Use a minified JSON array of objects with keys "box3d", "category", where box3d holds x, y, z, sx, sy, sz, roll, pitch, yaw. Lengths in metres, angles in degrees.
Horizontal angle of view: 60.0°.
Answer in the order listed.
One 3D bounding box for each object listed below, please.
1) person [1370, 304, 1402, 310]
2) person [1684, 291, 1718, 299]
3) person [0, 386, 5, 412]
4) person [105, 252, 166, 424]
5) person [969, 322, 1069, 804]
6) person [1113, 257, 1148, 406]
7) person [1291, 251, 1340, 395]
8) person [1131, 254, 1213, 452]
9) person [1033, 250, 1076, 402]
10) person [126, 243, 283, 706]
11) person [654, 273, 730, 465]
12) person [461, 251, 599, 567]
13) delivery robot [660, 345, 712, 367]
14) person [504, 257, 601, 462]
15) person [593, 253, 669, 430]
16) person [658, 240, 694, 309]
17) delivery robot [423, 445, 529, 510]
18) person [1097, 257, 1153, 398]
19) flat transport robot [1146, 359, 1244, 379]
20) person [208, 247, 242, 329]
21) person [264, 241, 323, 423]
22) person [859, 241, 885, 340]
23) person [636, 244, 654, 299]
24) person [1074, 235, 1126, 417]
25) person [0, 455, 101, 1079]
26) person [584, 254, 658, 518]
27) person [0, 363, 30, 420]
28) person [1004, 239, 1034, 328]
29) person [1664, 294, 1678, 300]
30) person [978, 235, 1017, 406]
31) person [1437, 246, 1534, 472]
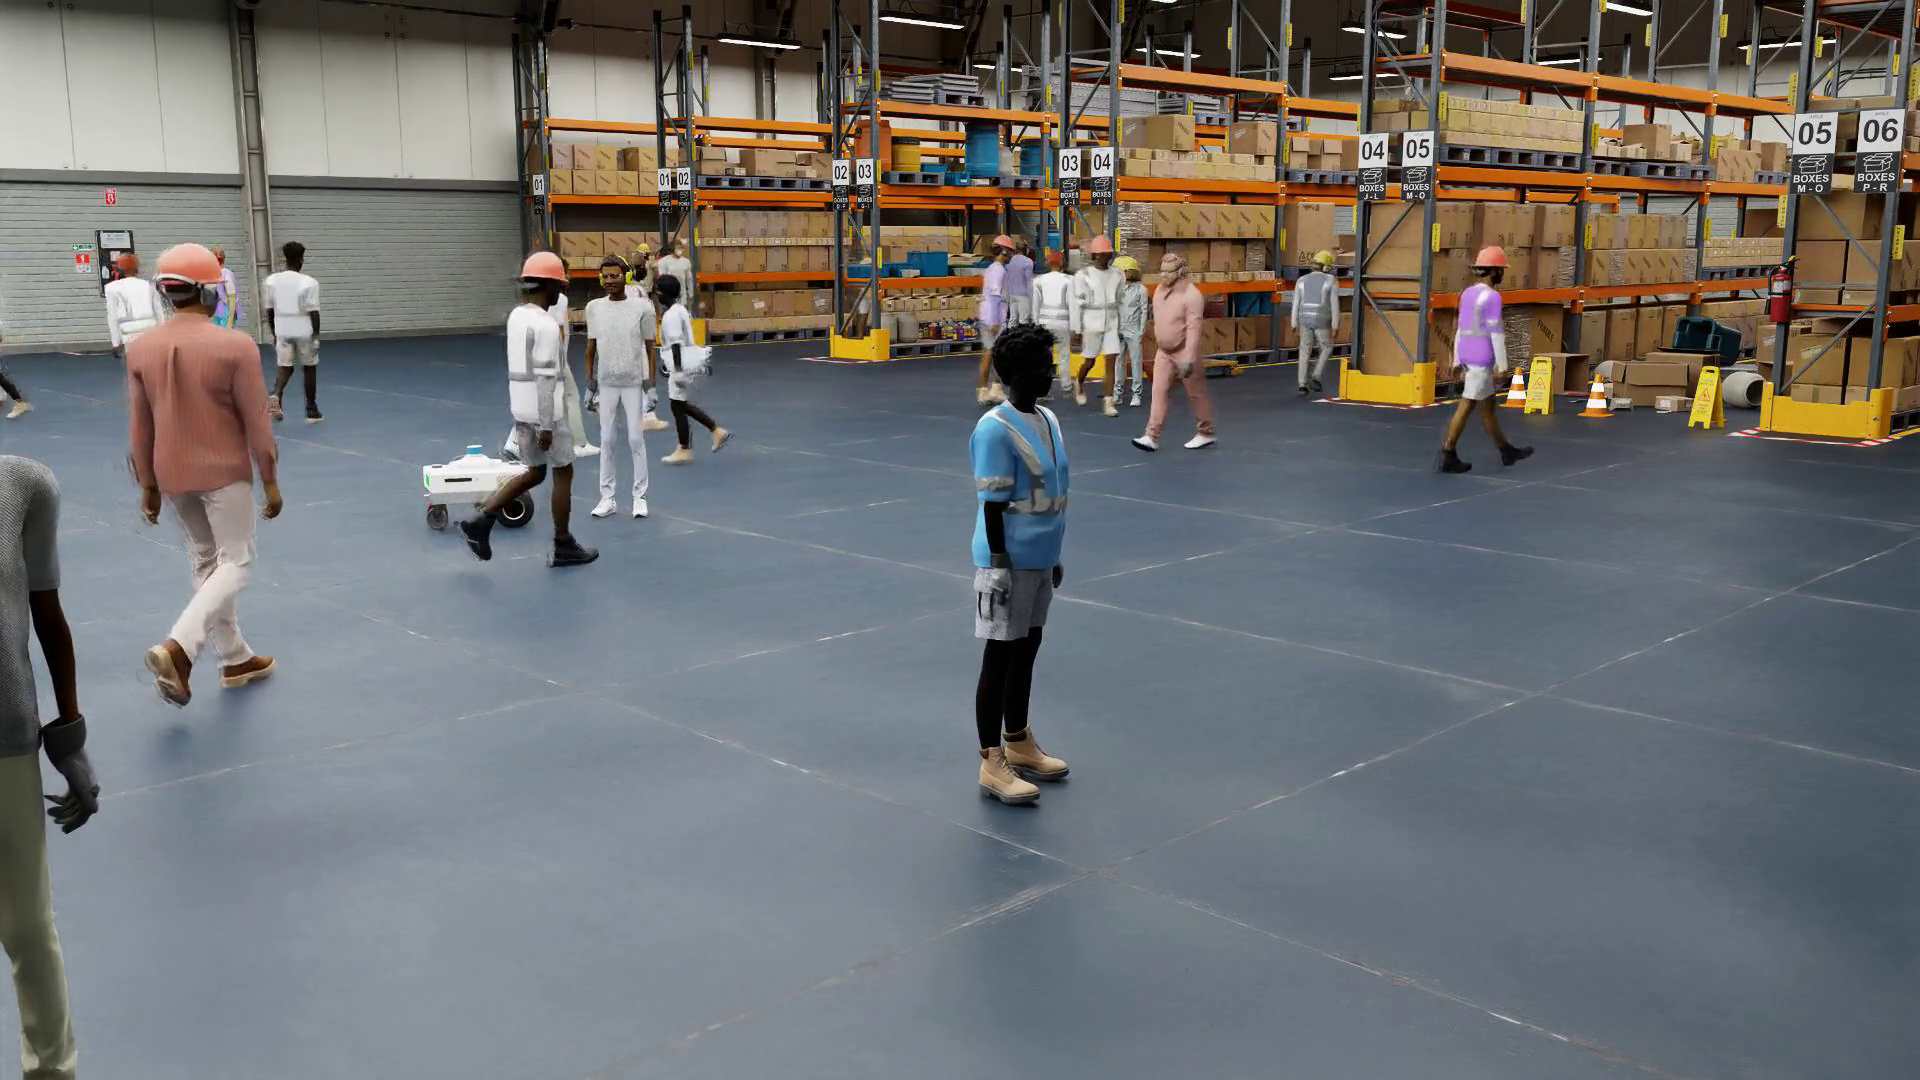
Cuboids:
[{"box3d":[6.402,-3.340,24.868,0.515,1.600,0.581,9,14,41],"category":"person"},{"box3d":[15.578,-5.353,35.009,0.660,1.909,0.397,8,13,38],"category":"person"},{"box3d":[-11.116,-2.363,18.661,0.666,1.906,0.713,8,13,39],"category":"person"},{"box3d":[-8.563,-2.110,17.514,0.824,1.836,0.556,6,12,28],"category":"person"},{"box3d":[0.221,0.071,5.981,0.319,1.696,0.532,5,11,25],"category":"person"},{"box3d":[1.980,-2.466,19.685,0.486,1.744,0.294,6,12,30],"category":"person"},{"box3d":[4.478,-2.724,20.936,0.701,1.796,0.488,8,13,36],"category":"person"},{"box3d":[2.018,-1.725,15.442,1.067,1.823,0.650,-9,14,-39],"category":"person"},{"box3d":[1.154,-2.609,20.247,0.588,1.829,1.030,4,11,19],"category":"person"},{"box3d":[-3.269,-0.278,7.140,0.624,1.974,0.833,2,11,13],"category":"person"},{"box3d":[-2.385,-1.505,14.642,0.571,1.671,0.558,-1,10,-4],"category":"person"},{"box3d":[-2.598,-0.772,10.015,0.719,1.910,0.547,-9,14,-40],"category":"person"},{"box3d":[-3.929,-2.663,23.864,0.707,0.478,0.477,0,10,2],"category":"delivery robot"},{"box3d":[-3.705,-1.619,14.907,0.528,1.817,0.997,9,13,39],"category":"person"},{"box3d":[-3.426,-2.054,17.231,0.694,1.823,0.631,-2,11,-12],"category":"person"},{"box3d":[-4.956,-4.305,29.229,0.651,1.918,0.451,-9,14,-42],"category":"person"},{"box3d":[-3.383,-0.418,11.622,0.707,0.478,0.477,-3,11,-17],"category":"delivery robot"},{"box3d":[2.107,-2.639,20.635,0.779,1.737,0.527,-5,11,-25],"category":"person"},{"box3d":[3.361,-2.450,23.731,1.431,0.197,0.652,-10,14,-43],"category":"flat transport robot"},{"box3d":[-9.546,-2.869,21.605,0.373,1.843,0.572,-10,14,-43],"category":"person"},{"box3d":[-7.091,-2.203,17.697,0.616,1.950,0.735,1,10,3],"category":"person"},{"box3d":[-1.473,-4.300,29.255,0.574,1.896,0.931,9,14,42],"category":"person"},{"box3d":[-6.454,-5.124,33.945,0.404,1.827,0.600,-8,13,-37],"category":"person"},{"box3d":[1.549,-2.429,18.771,0.606,2.015,0.876,-3,11,-16],"category":"person"},{"box3d":[-2.068,0.458,3.431,0.520,1.865,0.318,-8,13,-37],"category":"person"},{"box3d":[-2.423,-1.097,11.879,0.533,1.868,0.310,0,10,2],"category":"person"},{"box3d":[-10.576,-2.100,17.945,0.527,1.650,0.877,10,14,44],"category":"person"},{"box3d":[1.003,-4.042,27.749,0.379,1.940,0.629,-9,14,-41],"category":"person"},{"box3d":[15.470,-5.486,35.948,0.724,1.815,0.645,-4,11,-22],"category":"person"},{"box3d":[0.439,-2.608,19.782,0.569,1.997,0.625,-3,11,-15],"category":"person"},{"box3d":[4.531,-1.528,14.135,0.962,1.894,0.572,-1,10,-7],"category":"person"}]
